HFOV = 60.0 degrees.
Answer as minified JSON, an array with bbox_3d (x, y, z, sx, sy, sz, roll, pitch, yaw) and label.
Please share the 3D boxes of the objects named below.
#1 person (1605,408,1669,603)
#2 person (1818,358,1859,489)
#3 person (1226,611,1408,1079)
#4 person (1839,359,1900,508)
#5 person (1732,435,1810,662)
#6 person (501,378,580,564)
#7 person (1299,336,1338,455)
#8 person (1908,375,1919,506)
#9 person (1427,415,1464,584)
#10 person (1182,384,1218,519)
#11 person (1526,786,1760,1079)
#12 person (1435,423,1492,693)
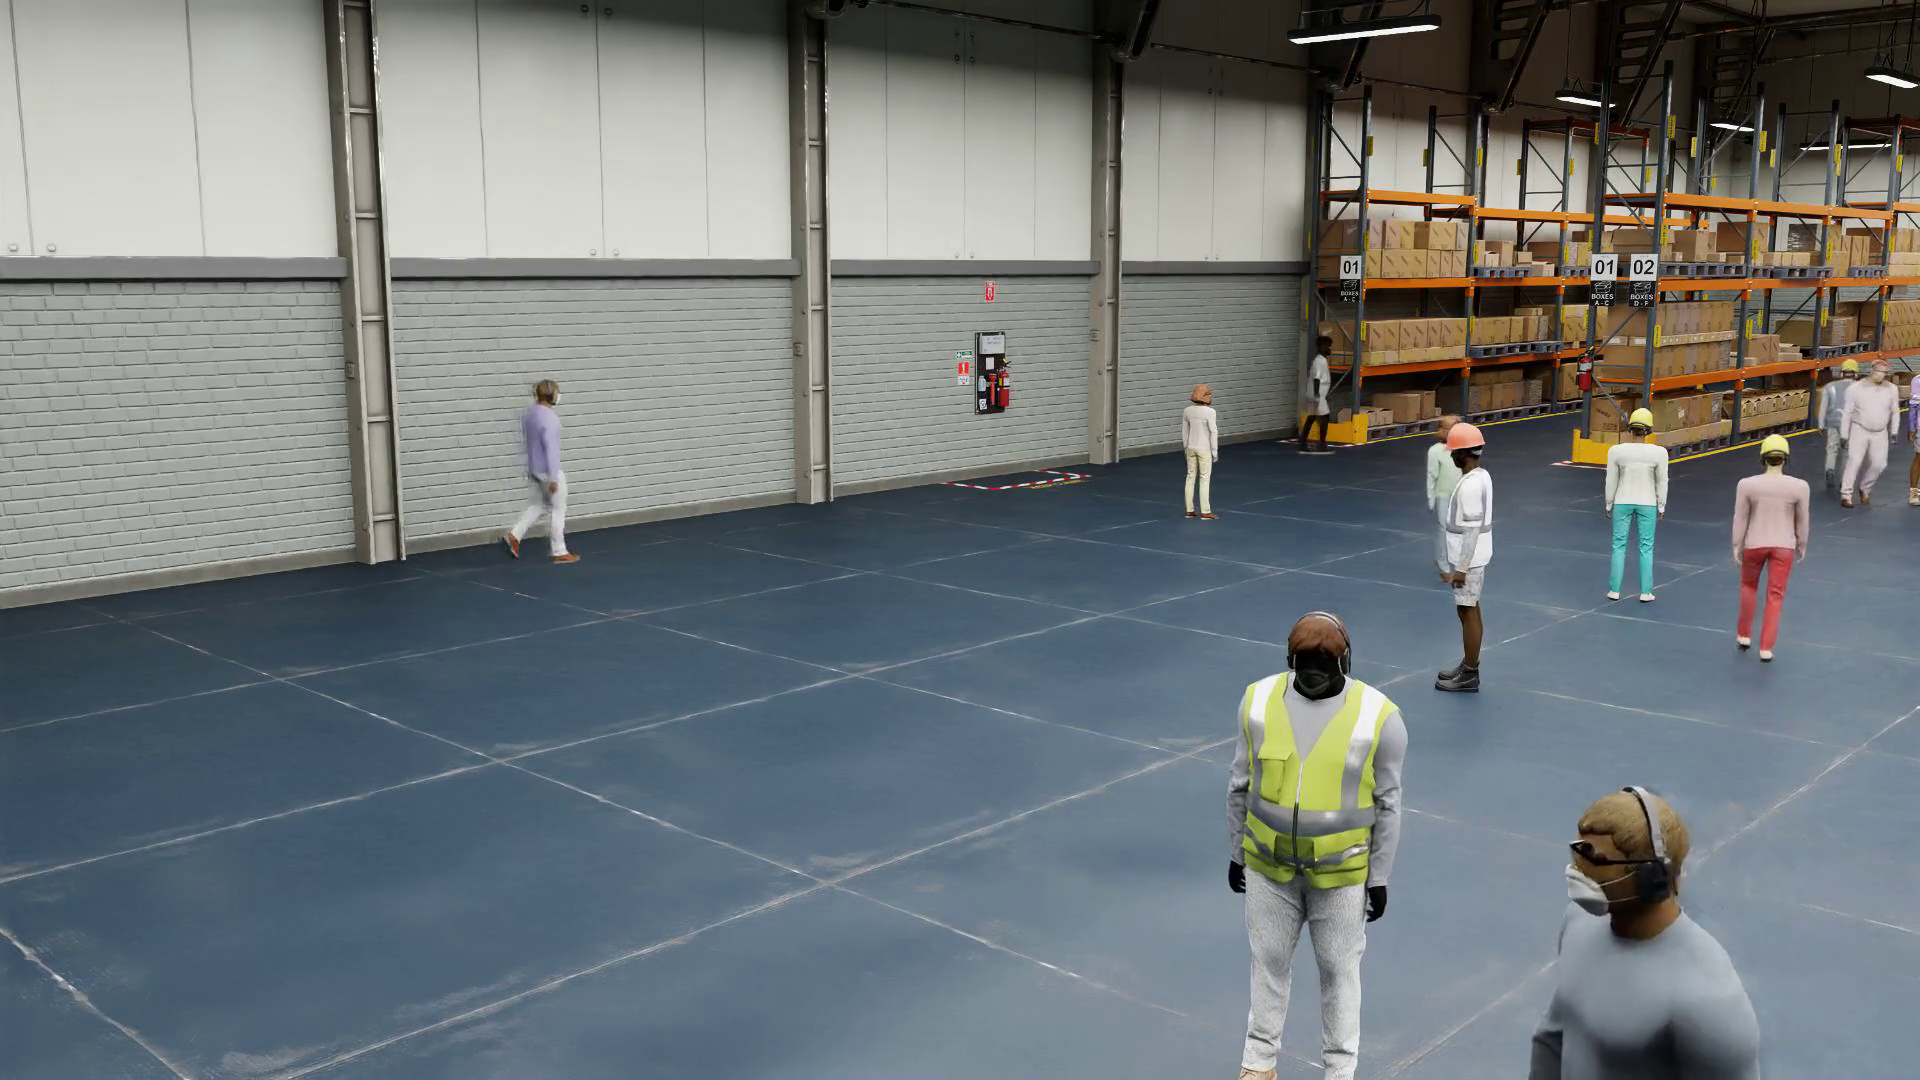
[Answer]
[{"bbox_3d":[6.130,-0.312,15.094,0.531,1.768,0.311,4,10,24],"label":"person"},{"bbox_3d":[12.007,-1.562,22.621,0.619,1.805,0.715,6,11,32],"label":"person"},{"bbox_3d":[1.242,1.156,5.925,0.626,1.842,0.429,4,10,25],"label":"person"},{"bbox_3d":[11.470,-1.341,21.005,0.659,1.883,0.472,1,9,6],"label":"person"},{"bbox_3d":[6.330,0.047,13.003,0.530,1.741,0.768,5,11,28],"label":"person"},{"bbox_3d":[-4.274,-0.687,16.921,0.682,1.919,0.637,-7,12,-36],"label":"person"},{"bbox_3d":[5.859,-2.346,26.999,0.713,1.923,0.639,1,9,5],"label":"person"},{"bbox_3d":[12.384,-1.442,21.132,0.614,2.042,0.373,1,9,9],"label":"person"},{"bbox_3d":[4.730,-0.393,16.000,0.532,1.621,0.341,-2,10,-14],"label":"person"},{"bbox_3d":[2.904,-1.066,20.087,0.279,1.634,0.497,-9,13,-43],"label":"person"},{"bbox_3d":[1.398,1.478,3.709,0.674,1.913,0.646,0,9,-2],"label":"person"},{"bbox_3d":[3.606,0.129,11.907,0.375,1.930,0.542,4,10,23],"label":"person"}]
